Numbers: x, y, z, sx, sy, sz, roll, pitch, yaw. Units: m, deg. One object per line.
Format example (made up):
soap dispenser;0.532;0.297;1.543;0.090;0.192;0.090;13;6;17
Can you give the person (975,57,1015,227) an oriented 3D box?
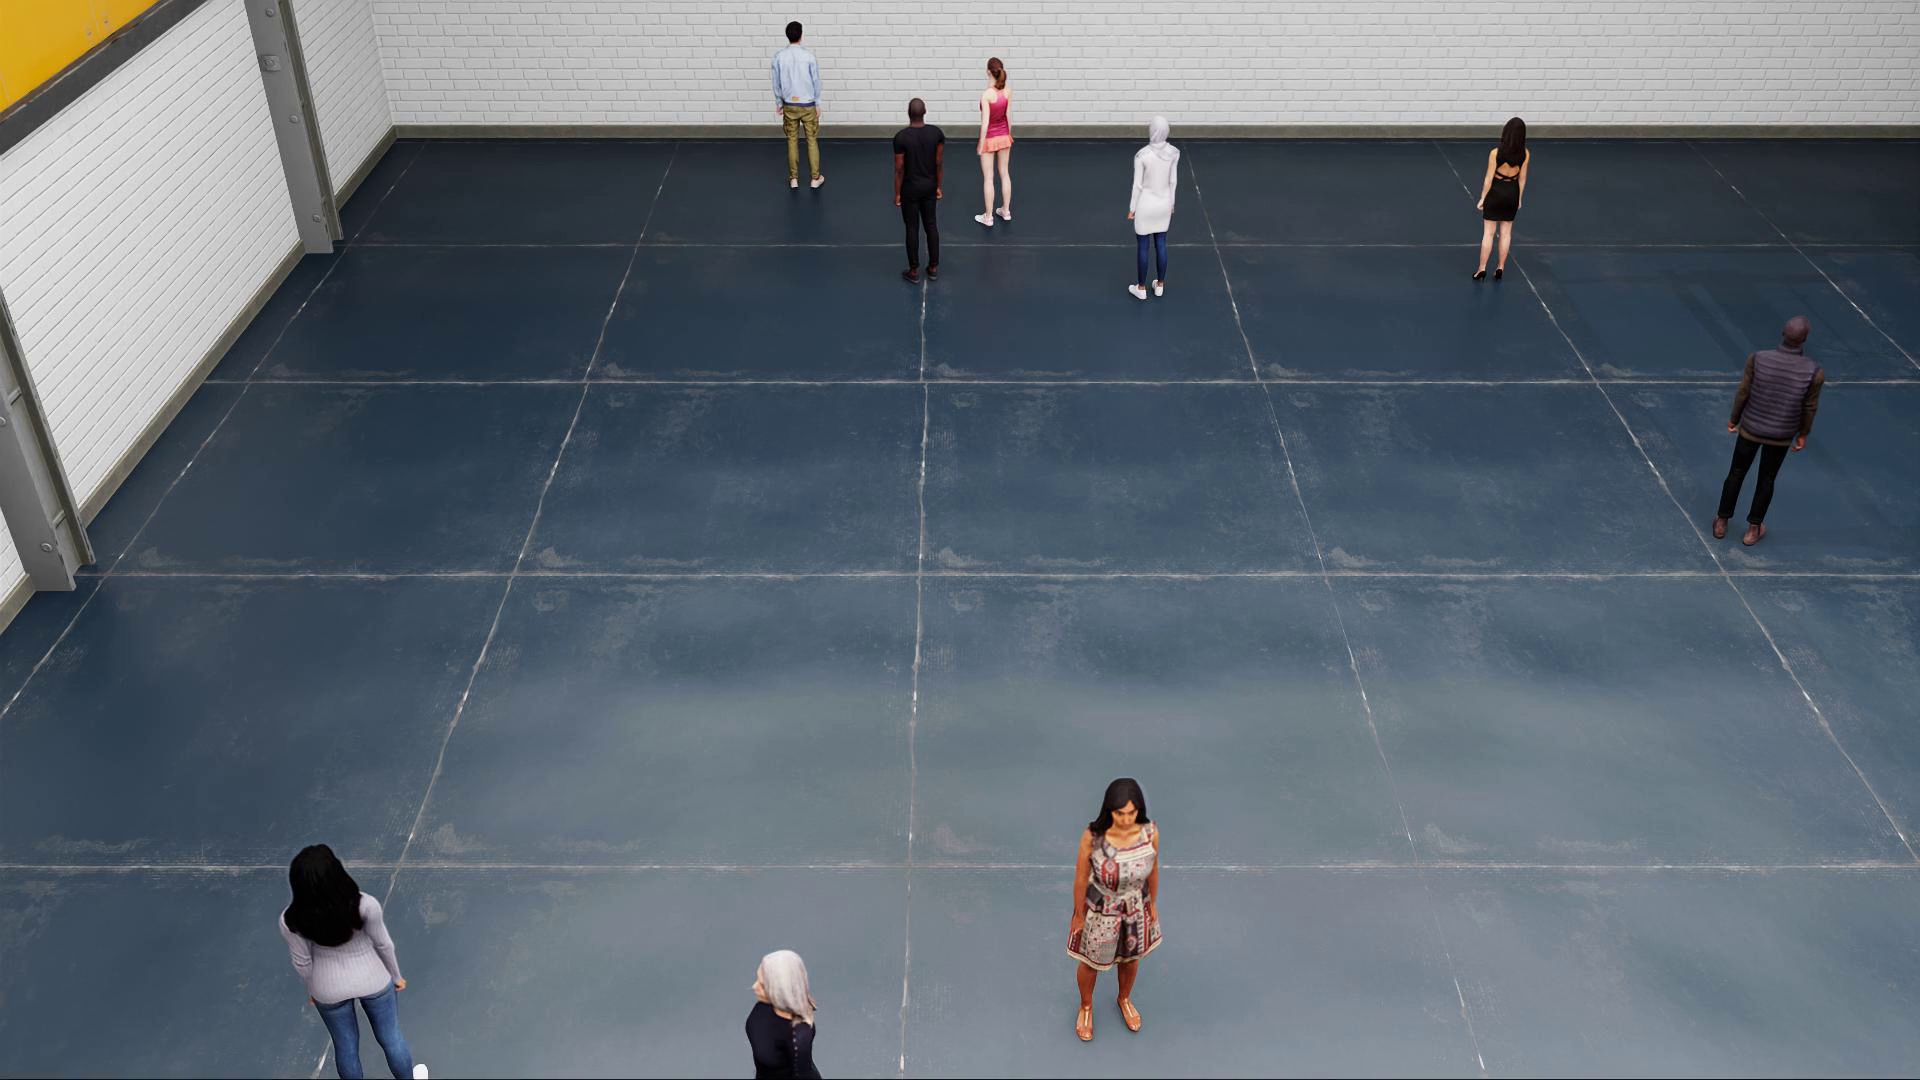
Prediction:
person;0.362;-4.163;17.333;0.670;1.754;0.713;-22;39;-29

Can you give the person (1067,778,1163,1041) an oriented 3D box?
person;0.787;1.843;8.396;0.692;1.645;0.598;-7;34;-10

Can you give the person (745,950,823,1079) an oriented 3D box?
person;-0.767;2.450;7.391;0.745;1.747;0.638;-14;36;-21

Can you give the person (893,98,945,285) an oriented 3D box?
person;-0.400;-3.380;16.097;0.735;1.819;0.683;-12;36;-18

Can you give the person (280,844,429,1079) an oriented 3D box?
person;-2.890;2.117;7.903;0.657;1.736;0.613;-8;34;-12

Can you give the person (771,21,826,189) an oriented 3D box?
person;-1.756;-4.743;18.154;0.692;1.811;0.584;3;34;5

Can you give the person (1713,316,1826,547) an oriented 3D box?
person;5.922;-0.809;12.214;0.781;1.836;0.770;19;38;26

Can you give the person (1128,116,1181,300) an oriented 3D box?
person;1.832;-3.154;15.797;0.676;1.775;0.632;-10;35;-15

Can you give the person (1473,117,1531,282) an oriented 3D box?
person;5.249;-3.284;16.105;0.564;1.650;0.475;1;34;2
